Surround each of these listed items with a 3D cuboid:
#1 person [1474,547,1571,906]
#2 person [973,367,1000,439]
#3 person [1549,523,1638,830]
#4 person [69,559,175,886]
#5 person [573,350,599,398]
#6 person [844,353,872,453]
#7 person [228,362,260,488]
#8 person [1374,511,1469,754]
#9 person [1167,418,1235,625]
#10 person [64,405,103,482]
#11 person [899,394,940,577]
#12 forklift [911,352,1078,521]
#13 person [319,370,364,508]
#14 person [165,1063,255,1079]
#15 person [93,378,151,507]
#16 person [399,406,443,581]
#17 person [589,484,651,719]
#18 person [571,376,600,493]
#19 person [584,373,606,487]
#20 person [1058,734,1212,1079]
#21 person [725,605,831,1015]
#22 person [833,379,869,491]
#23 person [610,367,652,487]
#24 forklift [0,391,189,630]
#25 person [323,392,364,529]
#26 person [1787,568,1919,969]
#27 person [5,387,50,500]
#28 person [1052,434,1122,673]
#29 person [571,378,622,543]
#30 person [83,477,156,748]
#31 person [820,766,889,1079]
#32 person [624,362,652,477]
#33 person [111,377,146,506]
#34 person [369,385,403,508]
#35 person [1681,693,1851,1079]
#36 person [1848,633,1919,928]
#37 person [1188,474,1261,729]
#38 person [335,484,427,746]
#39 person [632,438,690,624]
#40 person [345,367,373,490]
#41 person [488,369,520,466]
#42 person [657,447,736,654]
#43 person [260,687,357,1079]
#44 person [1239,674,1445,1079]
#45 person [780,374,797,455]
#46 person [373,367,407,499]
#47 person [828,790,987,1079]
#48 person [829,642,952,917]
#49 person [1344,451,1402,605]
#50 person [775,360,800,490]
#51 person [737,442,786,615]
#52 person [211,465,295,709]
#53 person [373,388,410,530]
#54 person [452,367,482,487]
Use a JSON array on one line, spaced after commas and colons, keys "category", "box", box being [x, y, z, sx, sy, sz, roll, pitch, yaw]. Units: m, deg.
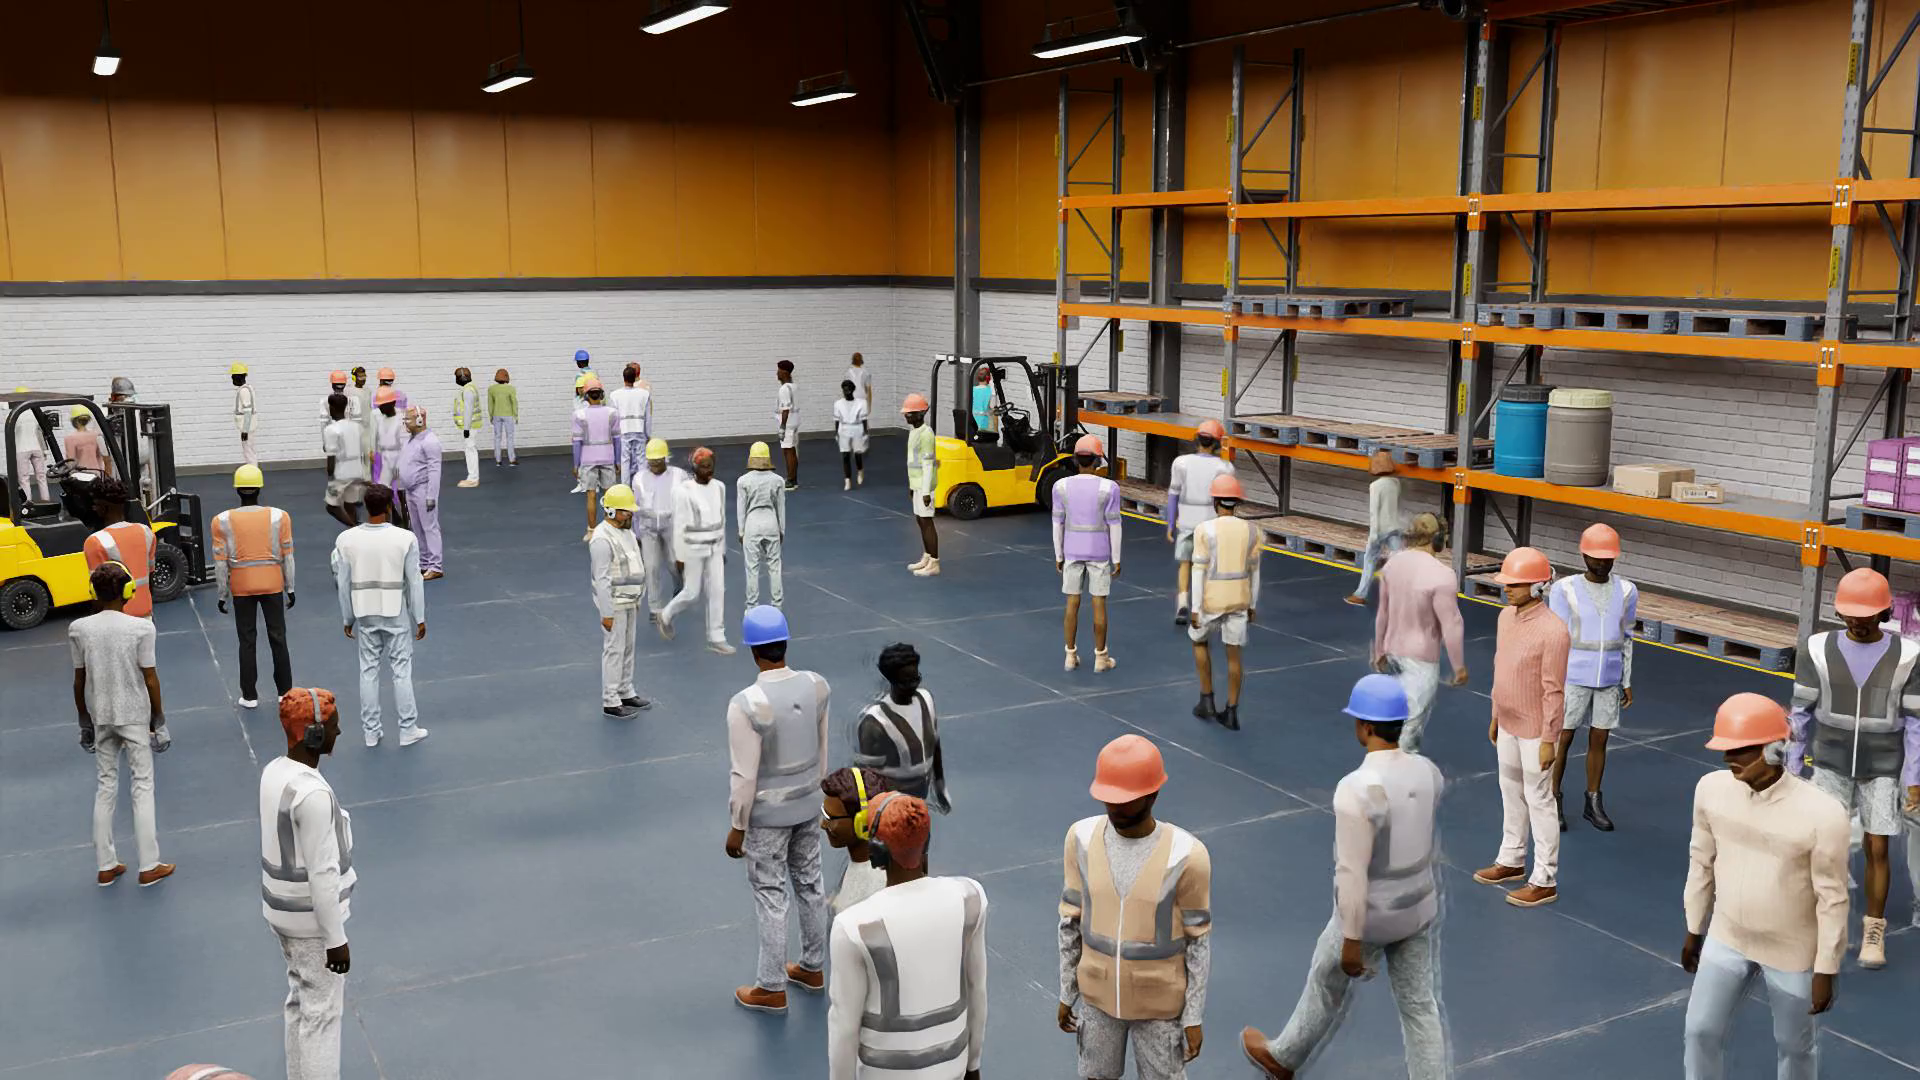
[{"category": "person", "box": [3.107, 1.015, 9.194, 0.415, 1.985, 0.611, -2, 10, -13]}, {"category": "person", "box": [0.353, -1.676, 25.061, 0.568, 1.849, 0.386, 9, 13, 41]}, {"category": "person", "box": [3.896, 0.850, 10.266, 0.552, 1.935, 0.373, 0, 10, -1]}, {"category": "person", "box": [-4.750, 1.037, 9.431, 0.515, 1.862, 0.338, 0, 10, 3]}, {"category": "person", "box": [-6.285, -2.227, 27.988, 0.417, 1.939, 0.605, 3, 10, 19]}, {"category": "person", "box": [-1.786, -2.394, 29.316, 0.505, 1.800, 0.925, 0, 10, 2]}, {"category": "person", "box": [-10.766, -1.708, 25.020, 0.366, 1.926, 0.593, -4, 11, -24]}, {"category": "person", "box": [3.002, 0.765, 10.826, 0.691, 1.917, 0.628, -3, 10, -18]}, {"category": "person", "box": [2.269, -0.137, 15.714, 0.634, 2.019, 0.540, 3, 10, 17]}, {"category": "person", "box": [-10.485, -0.739, 19.916, 0.328, 1.765, 0.531, 3, 10, 18]}, {"category": "person", "box": [-0.453, -0.607, 18.421, 0.443, 2.030, 0.624, -2, 10, -13]}, {"category": "forklift", "box": [0.460, -1.461, 22.833, 2.313, 2.155, 1.214, -5, 11, -28]}, {"category": "person", "box": [-8.645, -1.411, 23.278, 0.552, 1.938, 0.356, -3, 10, -18]}, {"category": "person", "box": [-1.543, 2.032, 3.579, 0.402, 1.898, 0.633, 5, 11, 28]}, {"category": "person", "box": [-10.355, -1.016, 20.714, 0.536, 2.000, 0.684, 5, 11, 27]}, {"category": "person", "box": [-5.919, -0.515, 18.218, 0.409, 1.907, 0.648, -9, 13, -42]}, {"category": "person", "box": [-2.623, 0.469, 12.811, 0.403, 1.820, 0.603, 1, 10, 8]}, {"category": "person", "box": [-5.557, -1.551, 24.648, 0.486, 1.744, 0.294, 5, 11, 24]}, {"category": "person", "box": [-5.536, -1.642, 25.107, 0.313, 1.768, 0.522, 5, 11, 26]}, {"category": "person", "box": [0.594, 1.615, 5.869, 0.552, 1.932, 0.377, 4, 11, 24]}, {"category": "person", "box": [-0.865, 1.266, 7.860, 0.402, 1.941, 0.602, 8, 13, 40]}, {"category": "person", "box": [-1.634, -1.579, 24.976, 0.549, 1.678, 0.398, 1, 10, 8]}, {"category": "person", "box": [-4.761, -1.544, 24.104, 0.590, 1.919, 0.392, -4, 10, -19]}, {"category": "forklift", "box": [-9.026, -0.363, 16.508, 1.214, 2.155, 2.313, 6, 11, 29]}, {"category": "person", "box": [-7.182, -0.761, 19.502, 0.494, 1.948, 0.620, 4, 11, 20]}, {"category": "person", "box": [4.503, 1.134, 8.383, 0.620, 2.028, 0.410, 6, 12, 32]}, {"category": "person", "box": [-12.620, -1.190, 22.506, 0.310, 1.768, 0.533, 7, 12, 34]}, {"category": "person", "box": [1.089, 0.116, 14.193, 0.608, 2.043, 0.374, 3, 10, 19]}, {"category": "person", "box": [-4.469, -0.970, 20.469, 0.605, 2.035, 0.384, -5, 11, -25]}, {"category": "person", "box": [-6.079, 0.524, 12.061, 0.367, 1.966, 0.607, 2, 10, 14]}, {"category": "person", "box": [-0.319, 1.677, 5.735, 0.325, 1.862, 0.509, -2, 10, -9]}, {"category": "person", "box": [-5.093, -1.897, 26.351, 0.568, 1.840, 0.374, 7, 12, 36]}, {"category": "person", "box": [-11.657, -1.358, 23.260, 0.344, 1.840, 0.507, 3, 10, 17]}, {"category": "person", "box": [-8.096, -1.298, 23.286, 0.607, 1.710, 0.622, 5, 11, 28]}, {"category": "person", "box": [3.035, 1.530, 6.307, 0.633, 1.955, 0.620, -8, 13, -39]}, {"category": "person", "box": [5.062, 1.124, 8.931, 0.636, 1.869, 0.987, -4, 11, -21]}, {"category": "person", "box": [1.977, 0.452, 12.615, 0.586, 1.911, 0.629, -3, 10, -14]}, {"category": "person", "box": [-4.183, 0.548, 12.057, 0.597, 1.917, 0.375, 0, 10, -1]}, {"category": "person", "box": [-2.892, -0.116, 16.192, 0.595, 1.805, 0.675, 0, 10, -1]}, {"category": "person", "box": [-9.038, -1.689, 25.119, 0.323, 1.861, 0.511, 5, 11, 25]}, {"category": "person", "box": [-7.642, -2.050, 27.837, 0.503, 1.632, 0.274, 1, 10, 6]}, {"category": "person", "box": [-2.375, 0.083, 14.931, 0.784, 1.864, 0.582, 8, 13, 39]}, {"category": "person", "box": [-2.590, 1.508, 6.663, 0.360, 1.879, 0.582, -7, 12, -36]}, {"category": "person", "box": [1.638, 1.467, 6.834, 0.627, 1.891, 0.997, -7, 12, -33]}, {"category": "person", "box": [-2.893, -2.051, 27.918, 0.329, 1.608, 0.659, -2, 10, -9]}, {"category": "person", "box": [-8.167, -1.507, 23.833, 0.362, 1.939, 0.542, 7, 12, 35]}, {"category": "person", "box": [-0.162, 1.729, 5.392, 0.577, 1.876, 0.349, -6, 12, -32]}, {"category": "person", "box": [-0.357, 1.300, 8.495, 0.864, 1.653, 0.527, 6, 11, 29]}, {"category": "person", "box": [4.263, -0.082, 16.623, 0.515, 1.596, 0.837, -7, 12, -35]}, {"category": "person", "box": [-2.606, -1.730, 25.034, 0.365, 1.966, 0.608, 1, 10, 8]}, {"category": "person", "box": [-1.948, -0.100, 16.324, 0.480, 1.733, 0.343, -4, 11, -21]}, {"category": "person", "box": [-5.531, 0.368, 13.067, 0.585, 1.928, 0.368, -5, 11, -26]}, {"category": "person", "box": [-7.035, -0.940, 20.654, 0.537, 1.911, 0.454, 4, 11, 22]}, {"category": "person", "box": [-7.530, -1.728, 25.434, 0.429, 1.831, 0.632, -3, 10, -16]}]
